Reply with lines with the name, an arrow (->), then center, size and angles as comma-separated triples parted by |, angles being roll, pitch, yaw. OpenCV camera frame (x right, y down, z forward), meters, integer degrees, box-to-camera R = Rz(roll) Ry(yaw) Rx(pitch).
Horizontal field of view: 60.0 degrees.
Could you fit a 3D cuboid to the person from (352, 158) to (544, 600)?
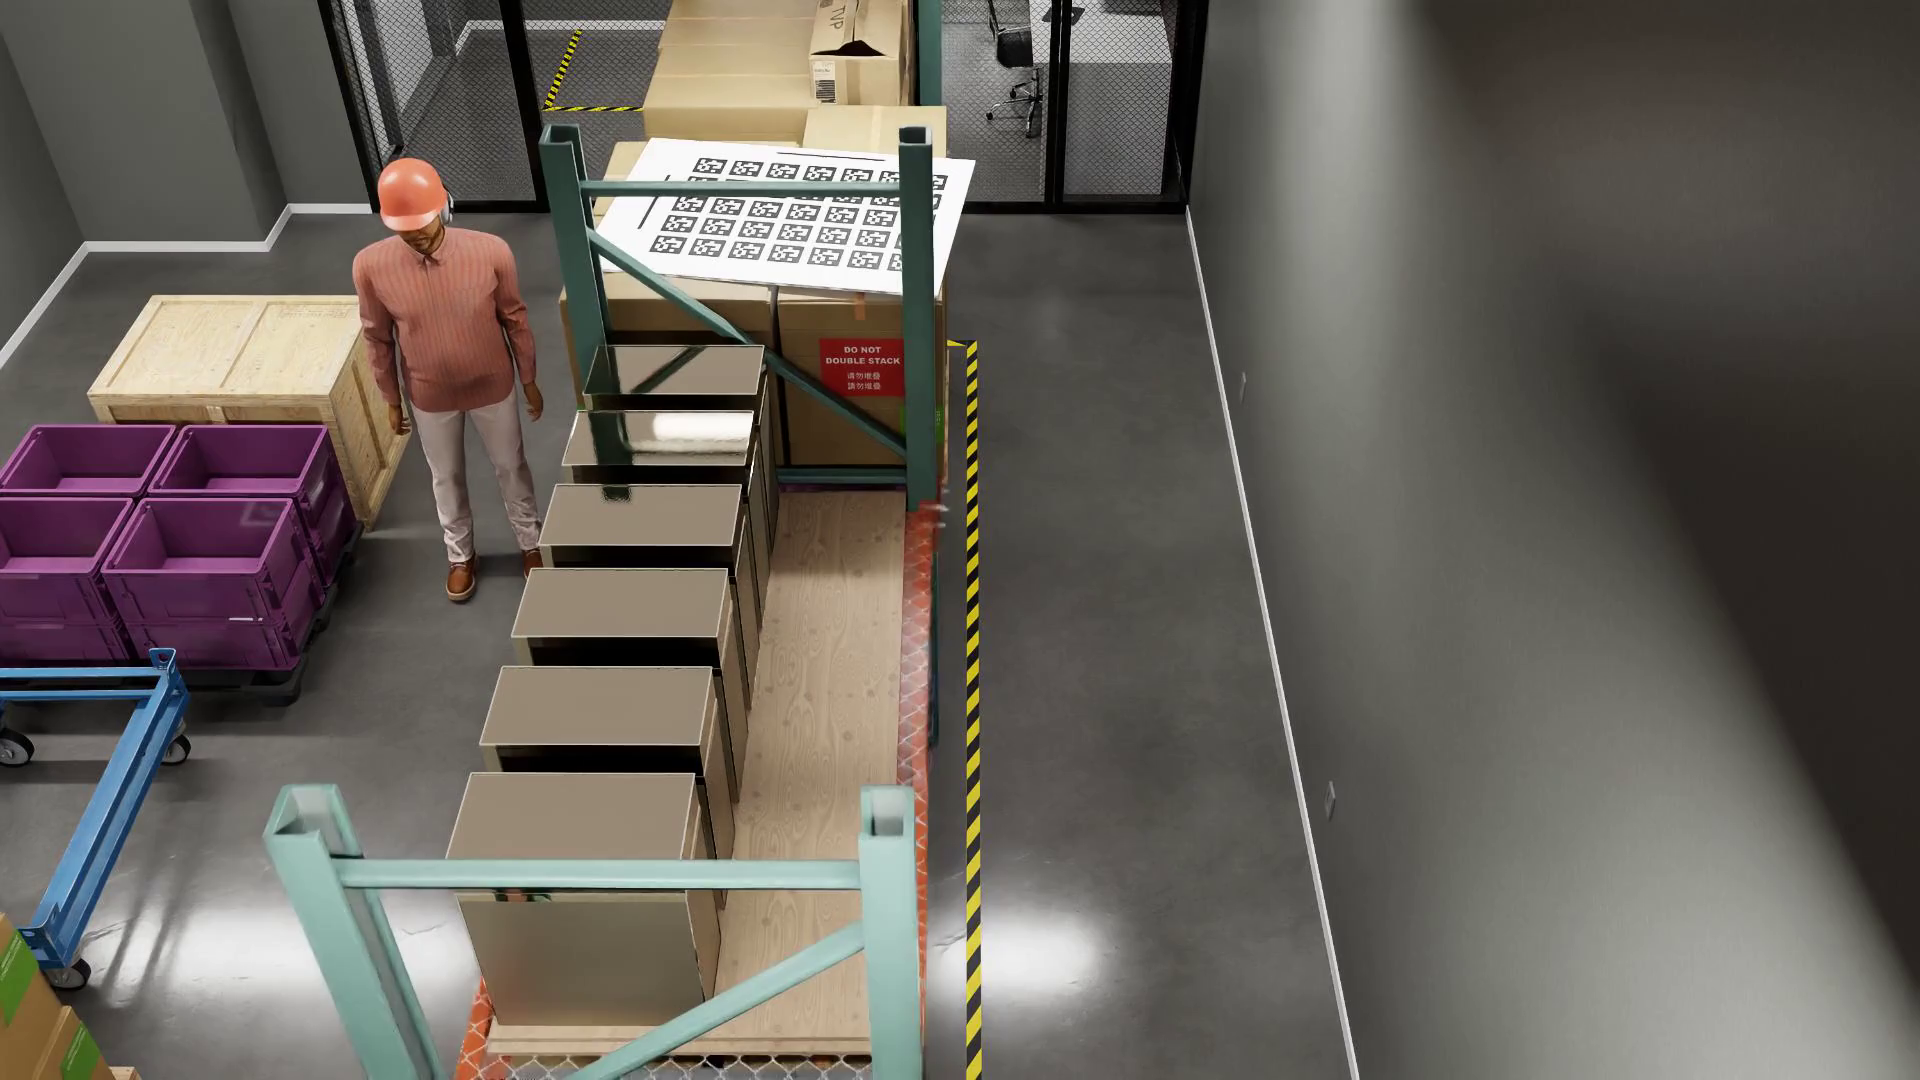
person -> -1.961, -0.599, 6.529 | 0.623, 1.992, 0.397 | -9, 42, -11
